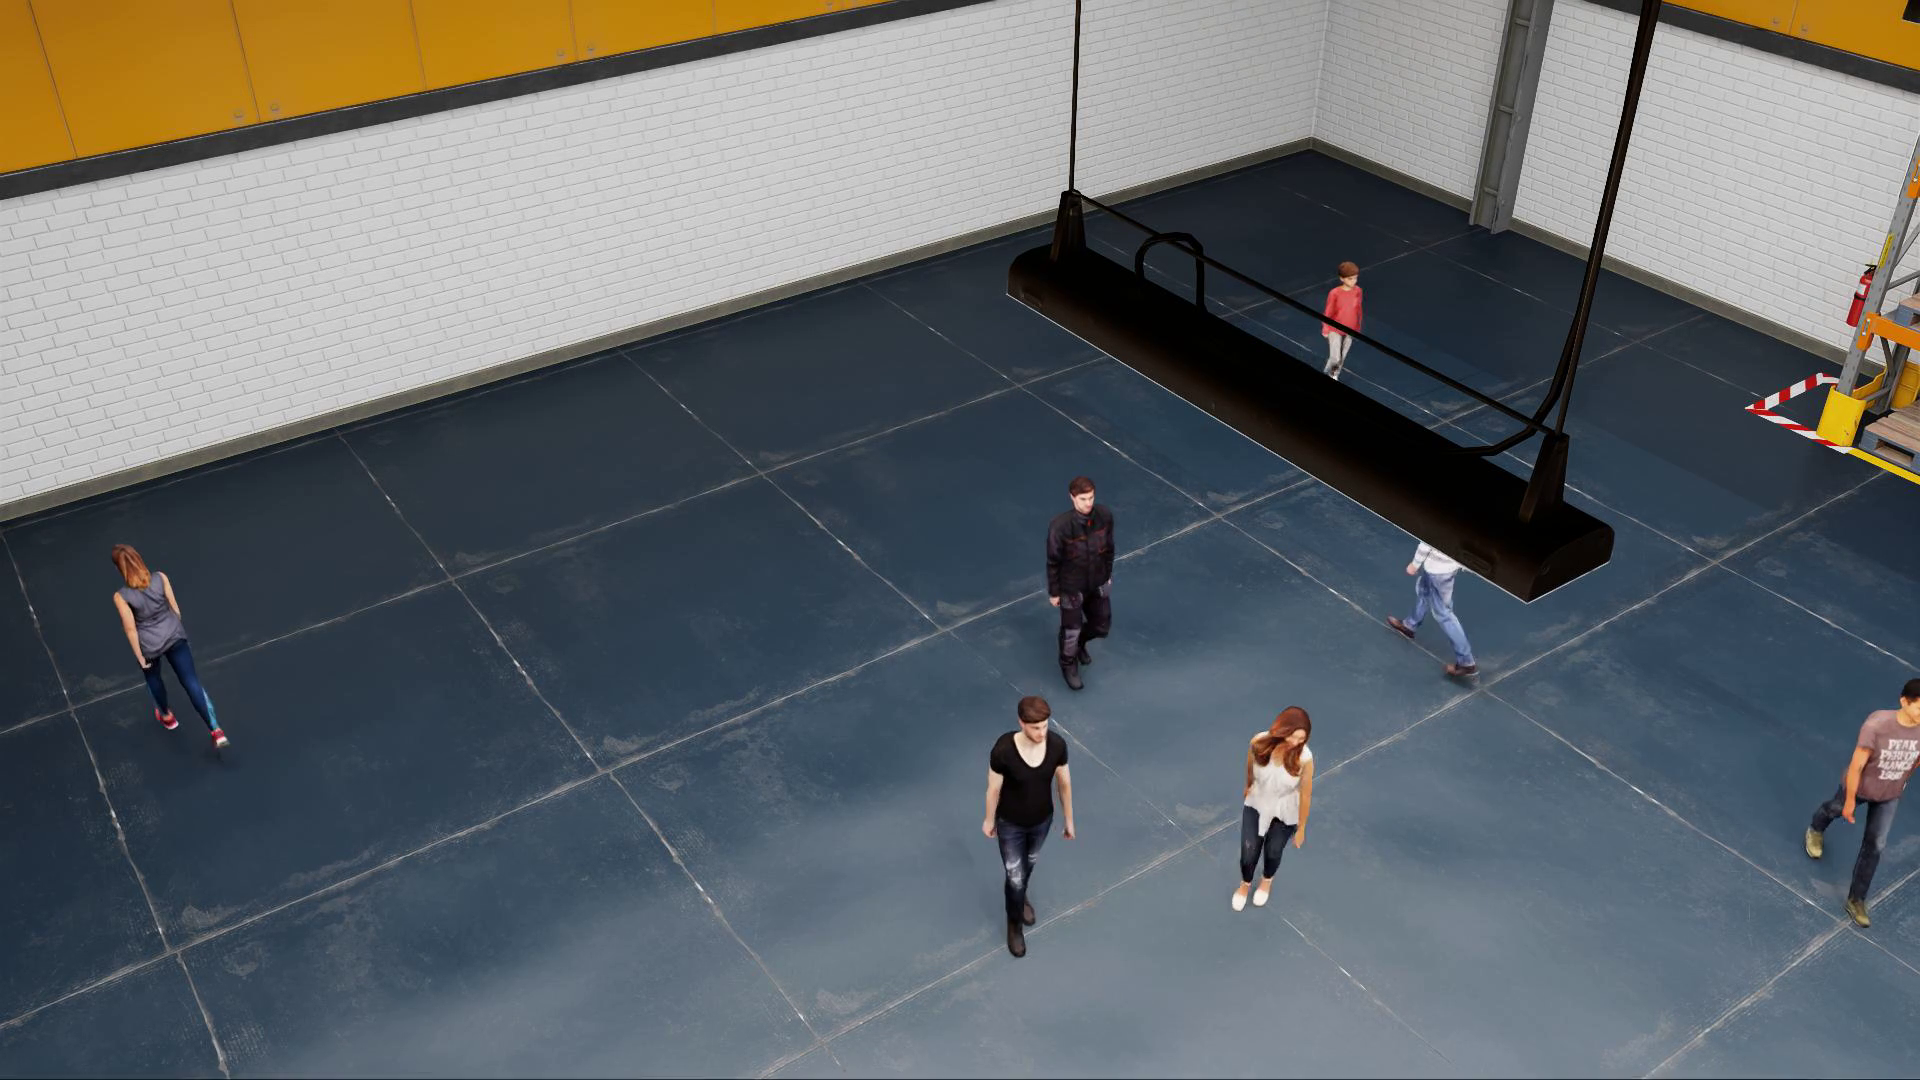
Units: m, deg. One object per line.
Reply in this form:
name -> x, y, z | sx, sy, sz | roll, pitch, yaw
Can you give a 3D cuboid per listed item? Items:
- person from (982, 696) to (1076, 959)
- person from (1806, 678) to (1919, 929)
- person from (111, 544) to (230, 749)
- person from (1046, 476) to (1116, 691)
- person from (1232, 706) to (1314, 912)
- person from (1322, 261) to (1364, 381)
person -> 0.374, 1.663, 10.397 | 0.835, 1.875, 0.913 | -10, 35, -14
person -> 5.830, 1.531, 10.728 | 1.129, 1.729, 1.198 | 5, 34, 8
person -> -5.656, 0.789, 11.880 | 0.692, 1.689, 1.173 | -28, 43, -35
person -> 0.876, 0.275, 12.529 | 0.789, 1.827, 0.779 | -14, 36, -20
person -> 1.982, 1.655, 10.523 | 0.750, 1.750, 0.815 | 21, 39, 29
person -> 3.760, -2.131, 16.526 | 0.576, 1.409, 0.596 | -11, 35, -16
